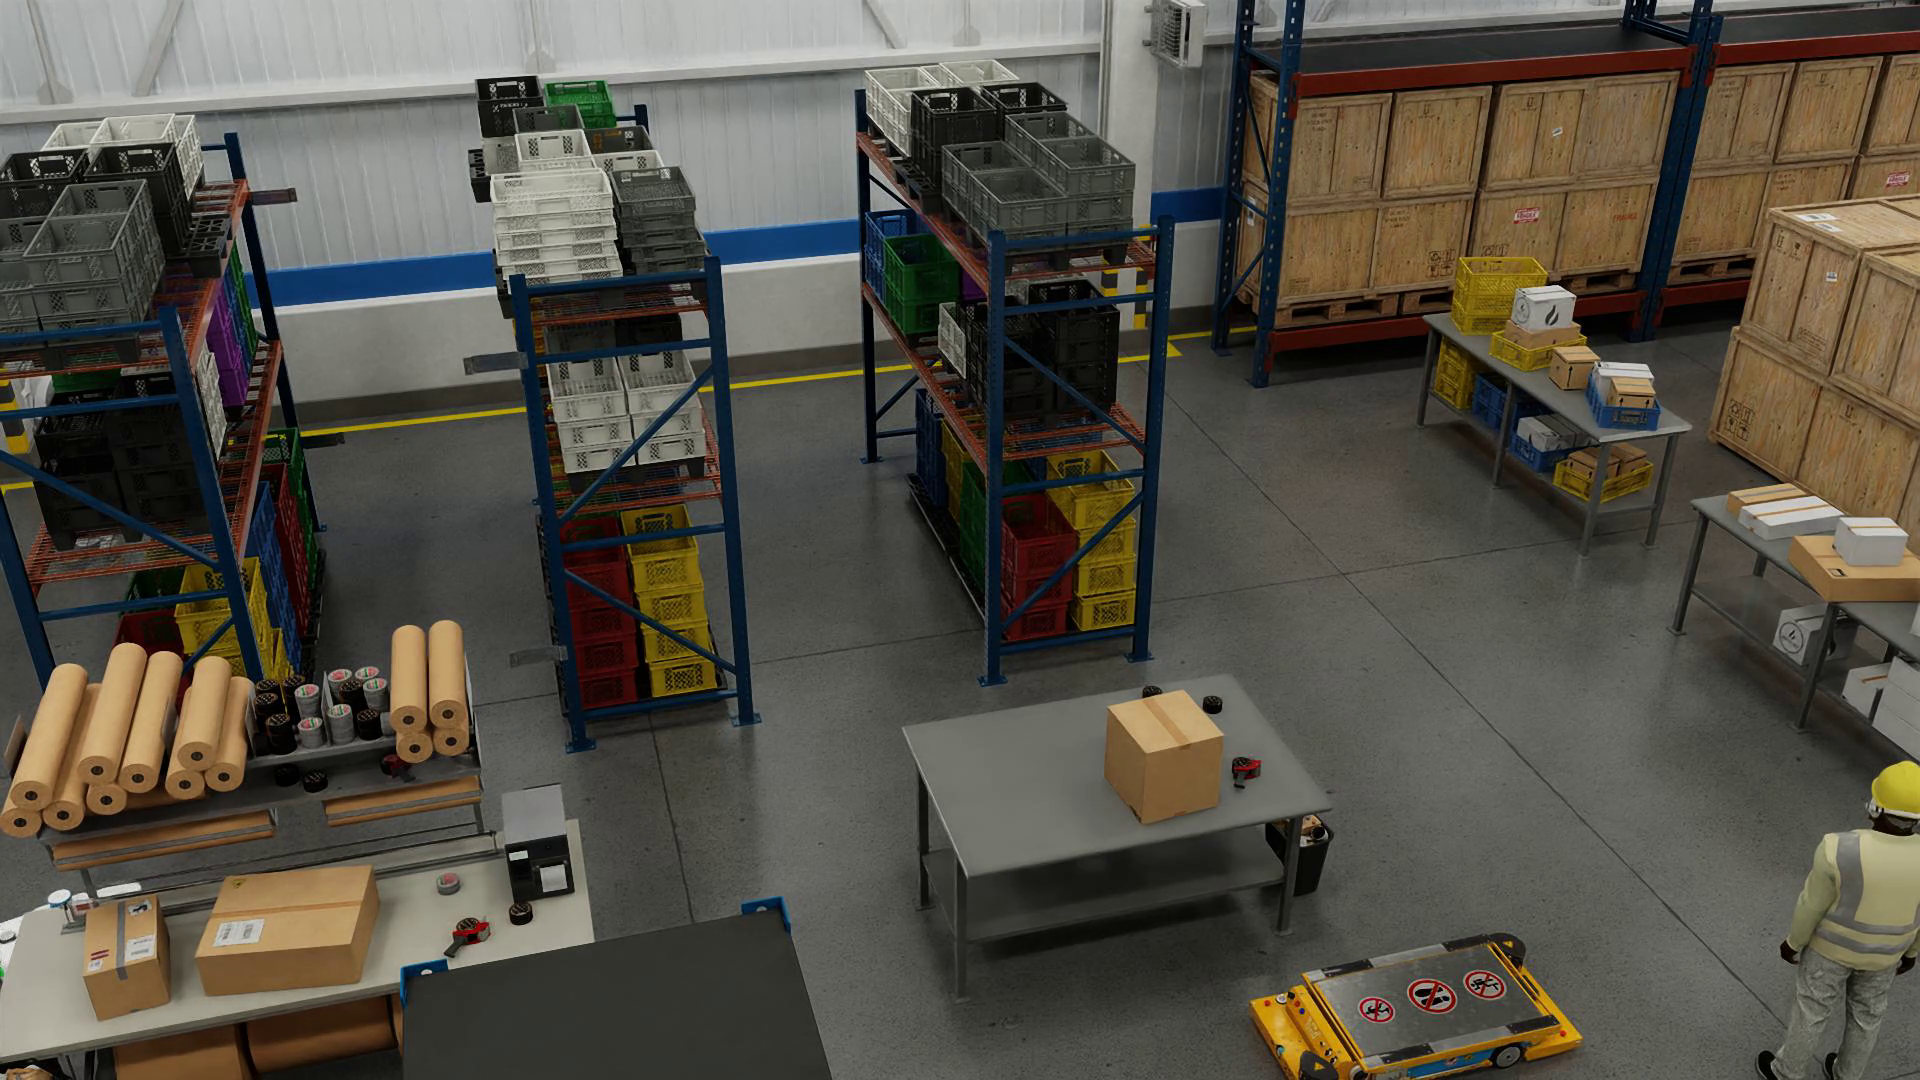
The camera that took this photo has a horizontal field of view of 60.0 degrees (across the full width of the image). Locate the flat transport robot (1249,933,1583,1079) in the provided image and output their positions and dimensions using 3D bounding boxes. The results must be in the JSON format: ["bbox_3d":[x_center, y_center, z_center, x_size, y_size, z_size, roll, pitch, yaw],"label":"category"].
[{"bbox_3d":[2.184,2.282,7.980,1.431,0.197,0.652,-8,30,-14],"label":"flat transport robot"}]

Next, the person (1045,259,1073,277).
[{"bbox_3d":[0.769,-2.490,14.944,0.637,1.938,0.355,-19,34,-31],"label":"person"}]

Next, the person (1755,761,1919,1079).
[{"bbox_3d":[3.946,1.750,7.339,0.593,1.833,0.404,2,29,4],"label":"person"}]

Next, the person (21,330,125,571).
[{"bbox_3d":[-6.282,-0.656,11.666,0.576,1.882,0.355,18,33,29],"label":"person"}]

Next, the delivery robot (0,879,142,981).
[{"bbox_3d":[-4.387,1.944,8.205,0.707,0.478,0.477,-18,34,-29],"label":"delivery robot"}]
